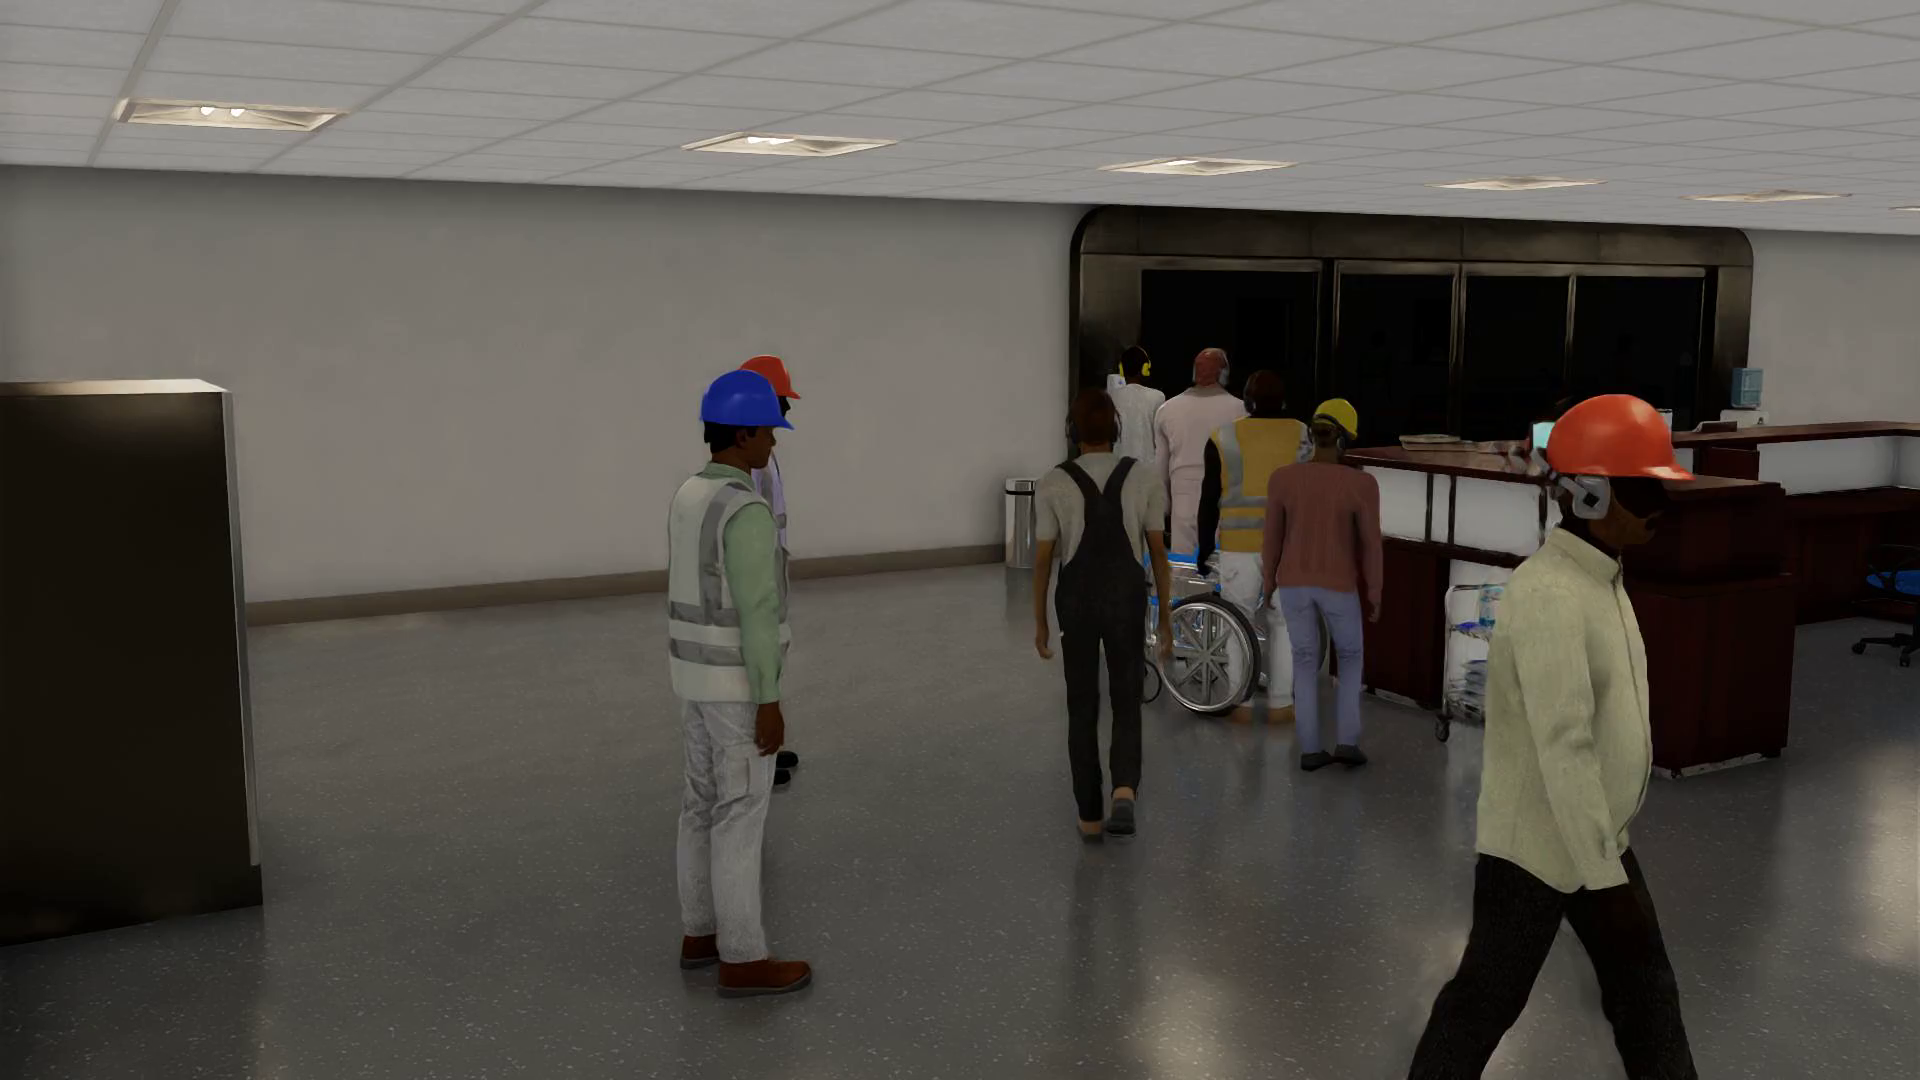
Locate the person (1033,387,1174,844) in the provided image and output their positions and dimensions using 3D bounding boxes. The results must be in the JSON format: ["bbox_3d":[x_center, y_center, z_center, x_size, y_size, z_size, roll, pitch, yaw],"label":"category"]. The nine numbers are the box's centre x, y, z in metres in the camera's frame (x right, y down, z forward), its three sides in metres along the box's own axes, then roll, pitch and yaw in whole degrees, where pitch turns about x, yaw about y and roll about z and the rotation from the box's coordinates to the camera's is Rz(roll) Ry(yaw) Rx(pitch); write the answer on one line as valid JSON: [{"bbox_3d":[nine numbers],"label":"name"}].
[{"bbox_3d":[0.566,0.310,6.594,0.559,1.824,0.478,0,8,0],"label":"person"}]

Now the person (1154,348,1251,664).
[{"bbox_3d":[1.489,-0.204,10.073,0.682,1.904,0.400,4,9,24],"label":"person"}]

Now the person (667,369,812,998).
[{"bbox_3d":[-0.704,0.441,5.226,0.409,1.943,0.614,-5,9,-30],"label":"person"}]

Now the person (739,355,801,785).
[{"bbox_3d":[-0.906,0.133,7.531,0.389,1.928,0.549,0,8,0],"label":"person"}]

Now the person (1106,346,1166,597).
[{"bbox_3d":[1.284,-0.492,12.279,0.518,1.865,0.330,2,8,14],"label":"person"}]

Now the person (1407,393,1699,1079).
[{"bbox_3d":[1.408,0.665,3.604,1.017,1.941,0.621,6,10,37],"label":"person"}]

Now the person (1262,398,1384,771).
[{"bbox_3d":[1.665,0.212,7.662,0.566,1.727,0.371,4,9,25],"label":"person"}]

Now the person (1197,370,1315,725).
[{"bbox_3d":[1.563,0.037,8.588,0.663,1.827,0.432,1,8,4],"label":"person"}]
